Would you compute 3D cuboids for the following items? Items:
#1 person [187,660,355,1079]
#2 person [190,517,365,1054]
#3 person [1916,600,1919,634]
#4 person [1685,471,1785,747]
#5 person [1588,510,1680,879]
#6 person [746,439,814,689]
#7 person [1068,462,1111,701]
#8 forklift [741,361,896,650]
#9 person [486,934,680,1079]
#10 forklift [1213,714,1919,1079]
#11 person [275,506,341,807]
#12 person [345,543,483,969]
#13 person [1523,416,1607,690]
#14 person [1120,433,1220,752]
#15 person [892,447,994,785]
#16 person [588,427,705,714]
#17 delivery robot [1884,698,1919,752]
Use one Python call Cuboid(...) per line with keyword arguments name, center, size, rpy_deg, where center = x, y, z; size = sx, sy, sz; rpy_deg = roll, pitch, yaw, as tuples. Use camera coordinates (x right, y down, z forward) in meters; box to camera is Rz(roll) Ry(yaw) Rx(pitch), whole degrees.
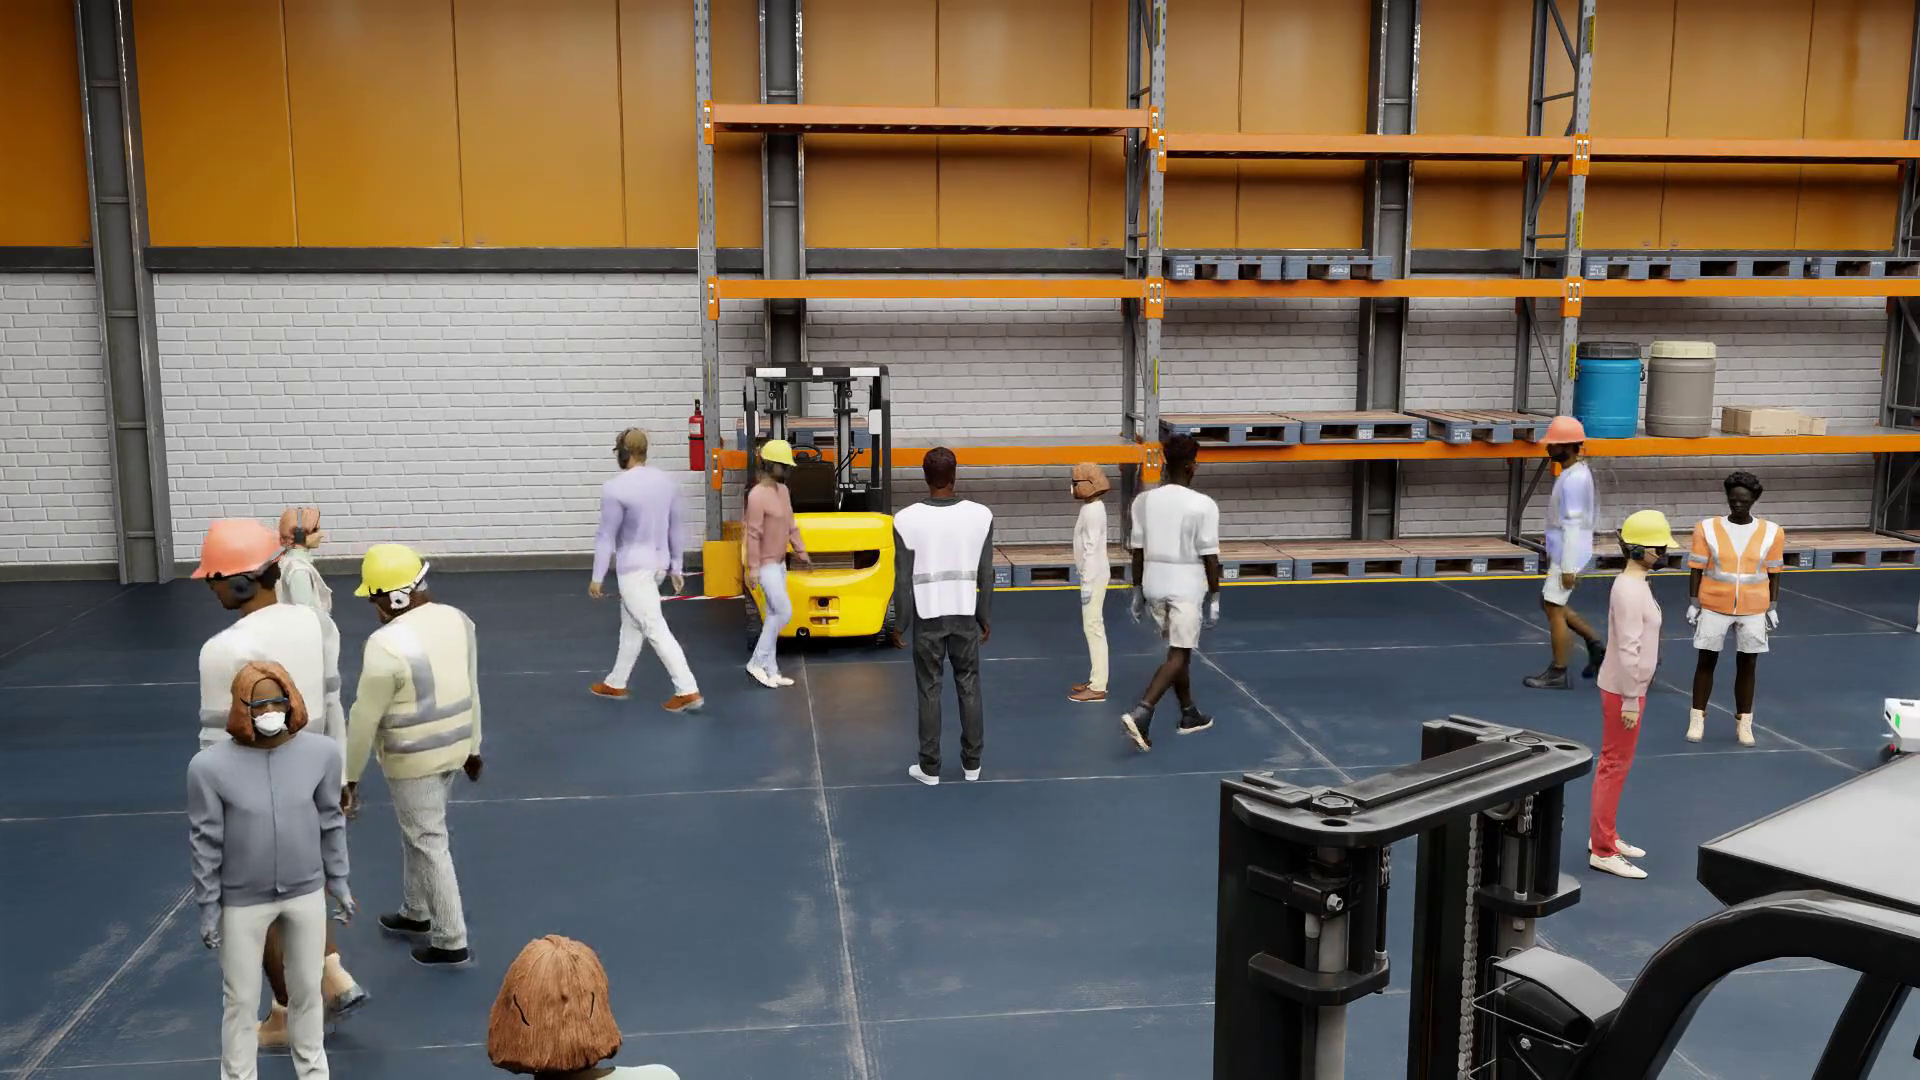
Cuboid(name="person", center=(-2.275, 1.195, 5.524), size=(0.498, 1.634, 0.281), rpy_deg=(-7, 11, -36))
Cuboid(name="person", center=(-2.544, 0.909, 6.107), size=(0.418, 2.016, 0.635), rpy_deg=(3, 10, 18))
Cuboid(name="person", center=(7.885, -0.039, 13.253), size=(0.320, 1.628, 0.515), rpy_deg=(8, 12, 42))
Cuboid(name="person", center=(4.725, 0.418, 10.171), size=(0.540, 1.697, 0.317), rpy_deg=(3, 10, 19))
Cuboid(name="person", center=(3.249, 0.729, 8.029), size=(0.326, 1.766, 0.533), rpy_deg=(4, 10, 22))
Cuboid(name="person", center=(-1.267, 0.169, 11.586), size=(0.418, 1.744, 0.537), rpy_deg=(2, 9, 14))
Cuboid(name="person", center=(0.880, 0.280, 11.274), size=(0.280, 1.624, 0.493), rpy_deg=(1, 9, 3))
Cuboid(name="forklift", center=(-1.154, -0.340, 13.365), size=(1.214, 2.155, 2.313), rpy_deg=(-1, 9, -7))
Cuboid(name="person", center=(-0.759, 1.561, 3.246), size=(0.507, 1.633, 0.277), rpy_deg=(-6, 11, -34))
Cuboid(name="forklift", center=(1.441, 1.425, 2.350), size=(1.214, 2.155, 2.313), rpy_deg=(-7, 12, -39))
Cuboid(name="person", center=(-3.552, 0.634, 9.013), size=(0.311, 1.638, 0.521), rpy_deg=(-5, 10, -28))
Cuboid(name="person", center=(-2.340, 0.893, 6.928), size=(0.716, 1.794, 0.598), rpy_deg=(3, 10, 17))
Cuboid(name="person", center=(4.224, 0.101, 11.462), size=(0.533, 1.922, 0.560), rpy_deg=(4, 10, 22))
Cuboid(name="person", center=(1.276, 0.309, 10.167), size=(0.608, 1.930, 0.943), rpy_deg=(8, 12, 41))
Cuboid(name="person", center=(-0.092, 0.435, 9.402), size=(0.587, 1.915, 0.397), rpy_deg=(-2, 9, -14))
Cuboid(name="person", center=(-2.087, 0.203, 11.001), size=(1.035, 1.890, 0.648), rpy_deg=(5, 10, 28))
Cuboid(name="delivery robot", center=(5.668, 1.056, 9.459), size=(0.707, 0.478, 0.477), rpy_deg=(3, 10, 20))
